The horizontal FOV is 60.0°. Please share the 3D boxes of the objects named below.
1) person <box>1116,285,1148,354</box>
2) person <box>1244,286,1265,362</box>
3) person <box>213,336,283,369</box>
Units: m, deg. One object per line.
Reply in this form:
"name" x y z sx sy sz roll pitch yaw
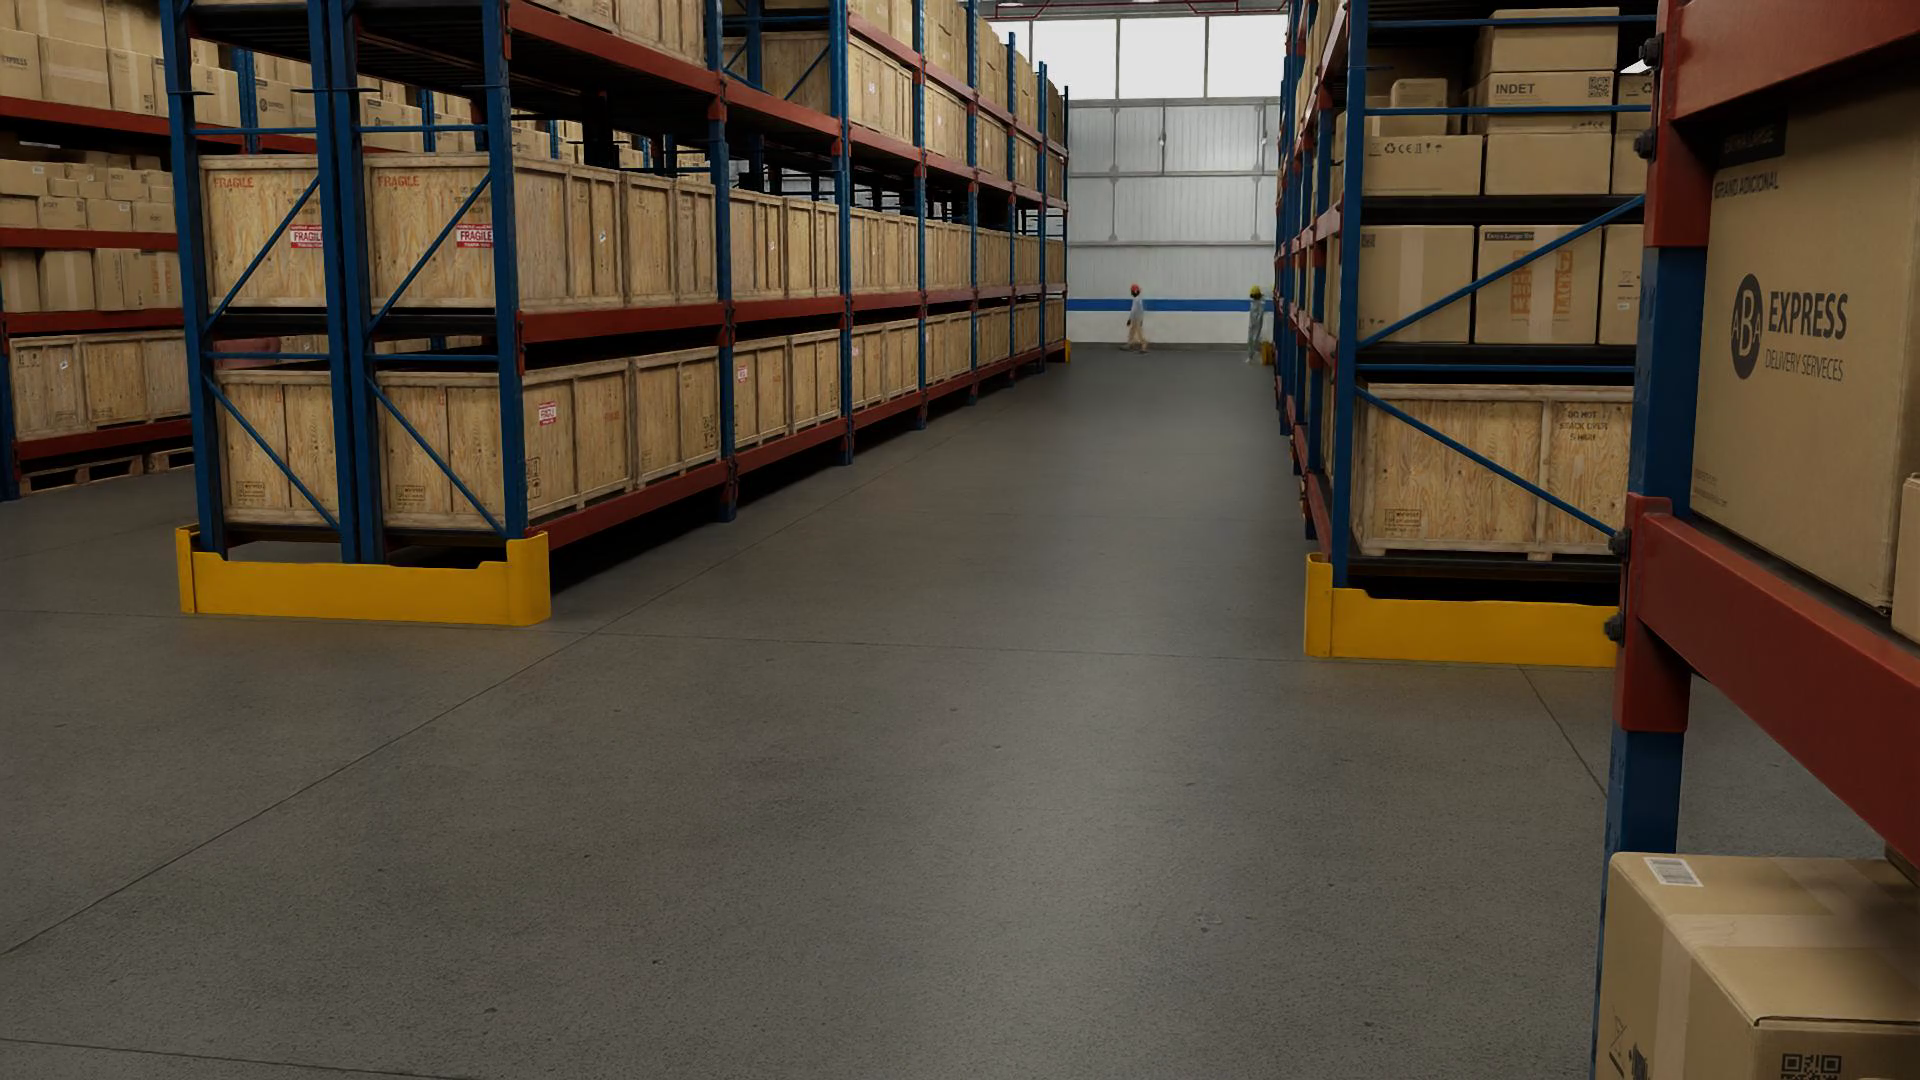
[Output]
"person" 4.268 -5.445 41.107 0.893 1.704 0.562 2 9 11
"person" 6.590 -4.800 37.047 0.423 1.722 0.504 -6 11 -33
"person" -6.230 -1.275 14.754 0.650 1.862 0.977 0 9 2
